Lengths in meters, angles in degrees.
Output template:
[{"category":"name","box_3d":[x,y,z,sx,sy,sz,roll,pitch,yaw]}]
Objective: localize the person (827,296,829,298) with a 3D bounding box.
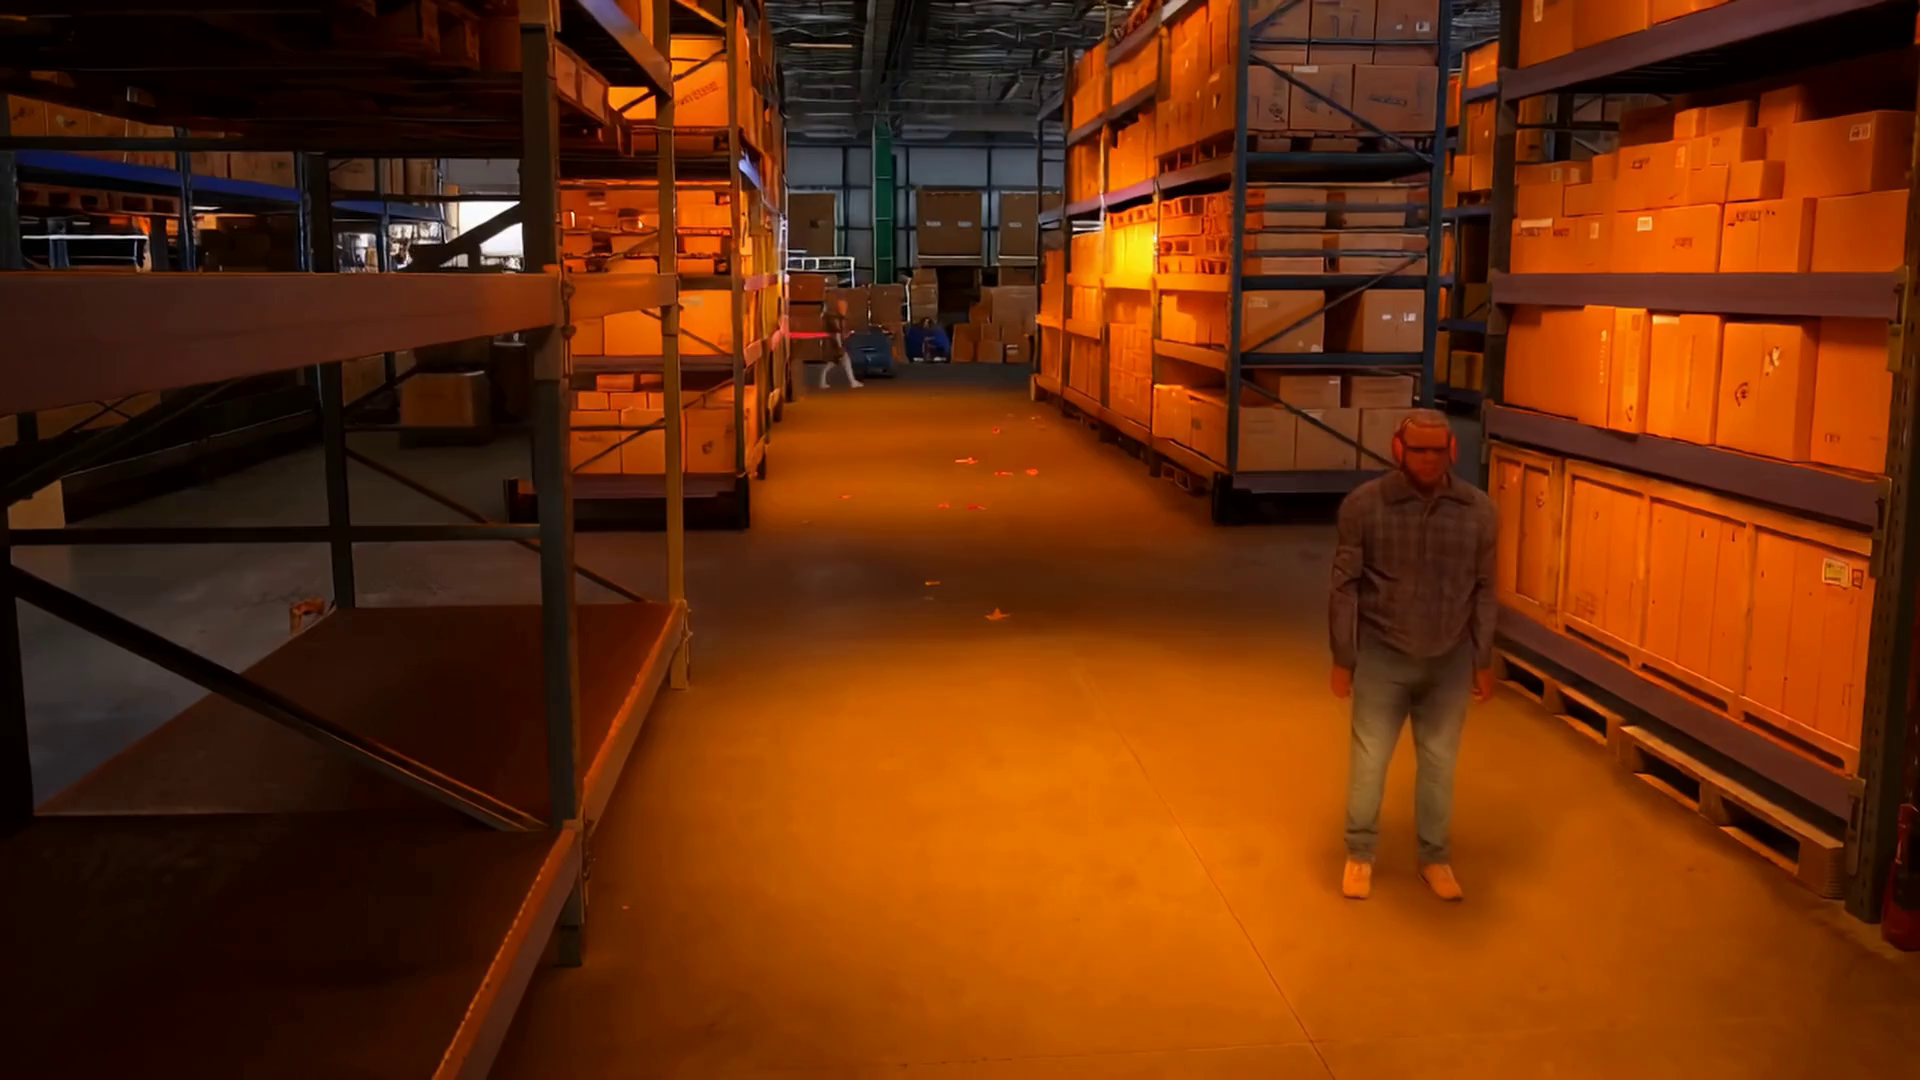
[{"category":"person","box_3d":[-5.343,-9.383,68.345,0.714,1.824,0.519,-6,11,-35]}]

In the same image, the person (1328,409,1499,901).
[{"category":"person","box_3d":[1.743,0.446,6.383,0.652,1.904,0.403,0,9,1]}]

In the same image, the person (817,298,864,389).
[{"category":"person","box_3d":[-2.587,-4.163,35.300,1.009,1.926,0.600,3,10,21]}]

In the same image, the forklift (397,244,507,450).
[{"category":"forklift","box_3d":[-7.100,-2.703,23.104,1.129,2.768,1.873,-1,9,-4]}]

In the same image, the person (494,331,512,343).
[{"category":"person","box_3d":[-10.376,-4.562,37.967,0.598,1.864,1.017,4,10,26]}]
